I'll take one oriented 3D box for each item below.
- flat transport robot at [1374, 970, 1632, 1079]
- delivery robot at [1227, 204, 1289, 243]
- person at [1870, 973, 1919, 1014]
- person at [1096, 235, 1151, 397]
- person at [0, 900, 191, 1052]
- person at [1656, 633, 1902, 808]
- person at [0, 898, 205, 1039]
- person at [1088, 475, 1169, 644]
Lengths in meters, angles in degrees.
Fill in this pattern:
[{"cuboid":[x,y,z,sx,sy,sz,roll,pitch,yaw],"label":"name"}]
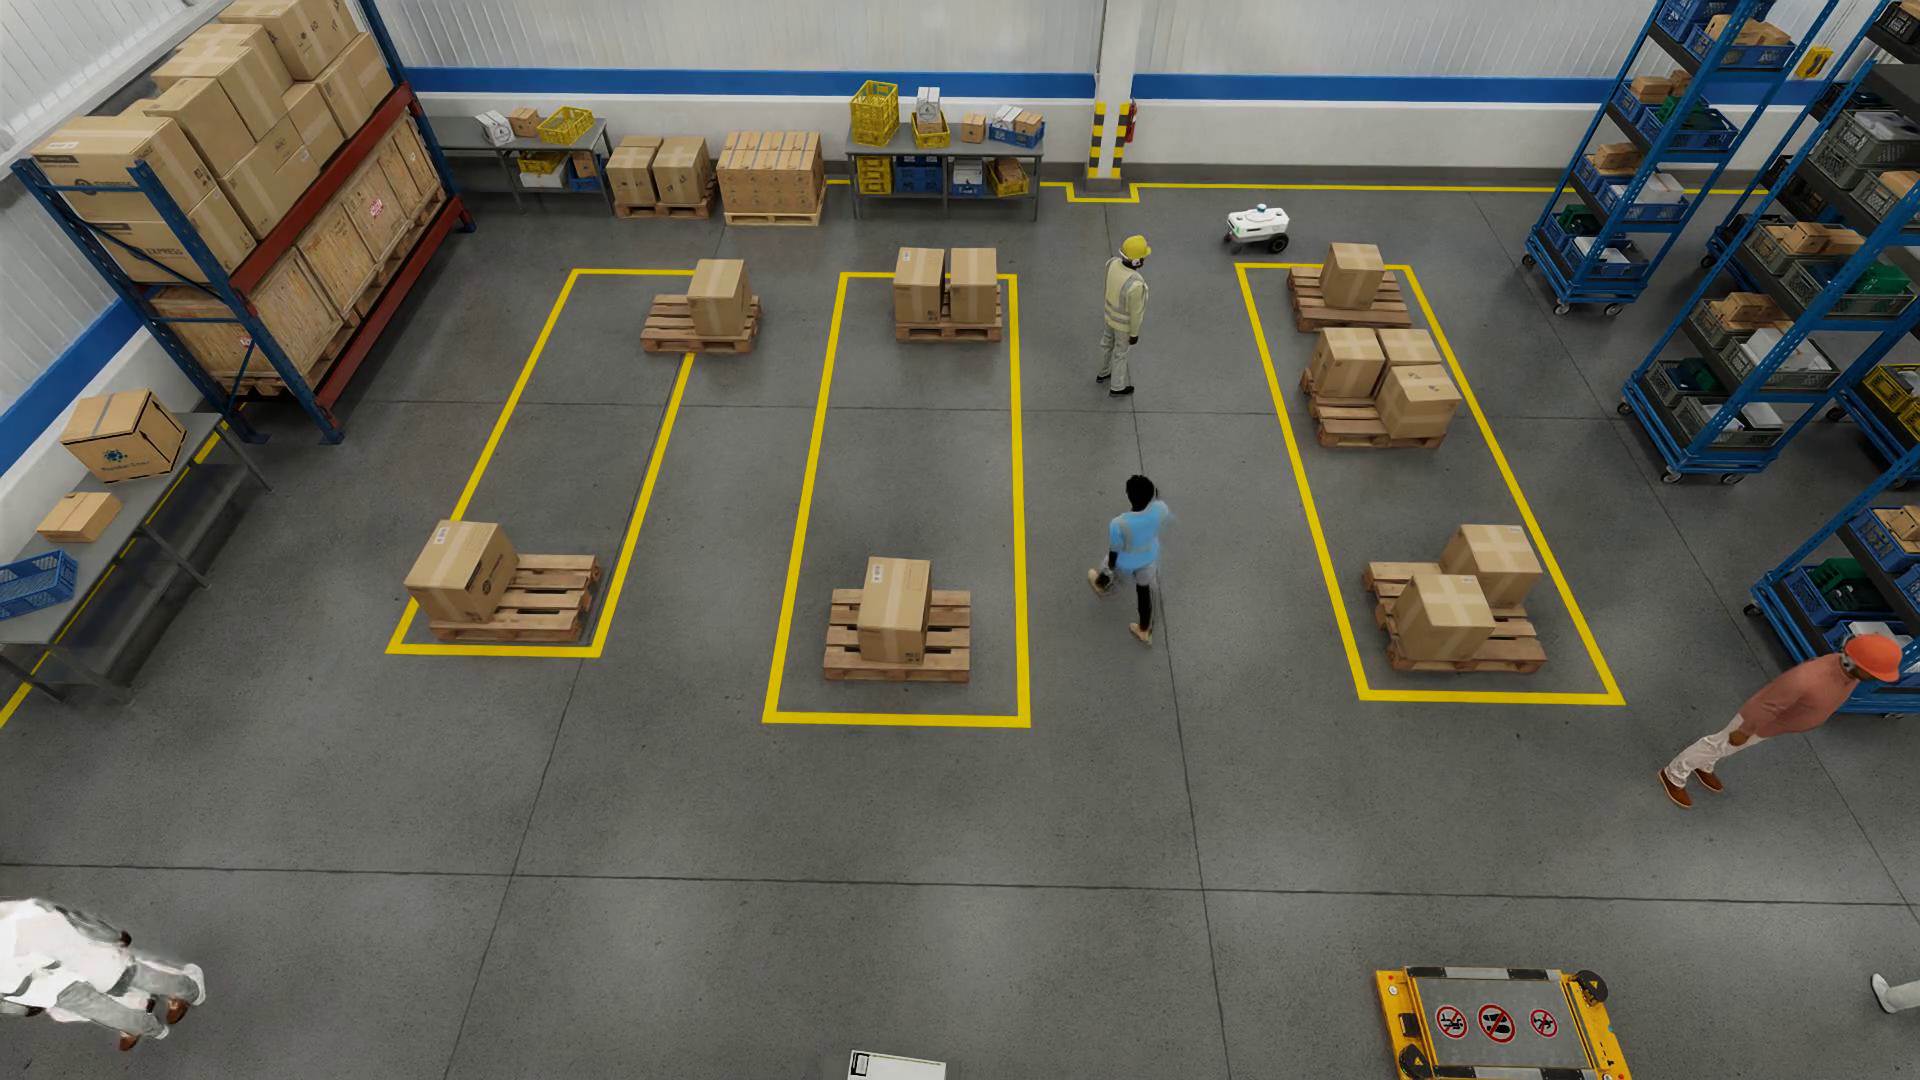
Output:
[{"cuboid":[3.501,3.133,5.914,1.431,0.197,0.652,1,51,1],"label":"flat transport robot"},{"cuboid":[3.713,-3.953,11.449,0.707,0.478,0.477,-9,51,-7],"label":"delivery robot"},{"cuboid":[6.278,2.578,5.487,0.513,1.642,0.313,22,54,17],"label":"person"},{"cuboid":[1.664,-2.266,9.315,0.403,1.833,0.586,-19,53,-15],"label":"person"},{"cuboid":[-5.269,2.557,5.347,0.683,1.882,0.571,-1,51,-1],"label":"person"},{"cuboid":[5.641,1.244,6.349,0.609,1.996,0.378,-16,53,-13],"label":"person"},{"cuboid":[-5.236,2.522,5.357,0.383,1.918,0.591,32,57,23],"label":"person"},{"cuboid":[1.419,0.120,7.489,0.538,1.647,0.893,-15,52,-12],"label":"person"}]
